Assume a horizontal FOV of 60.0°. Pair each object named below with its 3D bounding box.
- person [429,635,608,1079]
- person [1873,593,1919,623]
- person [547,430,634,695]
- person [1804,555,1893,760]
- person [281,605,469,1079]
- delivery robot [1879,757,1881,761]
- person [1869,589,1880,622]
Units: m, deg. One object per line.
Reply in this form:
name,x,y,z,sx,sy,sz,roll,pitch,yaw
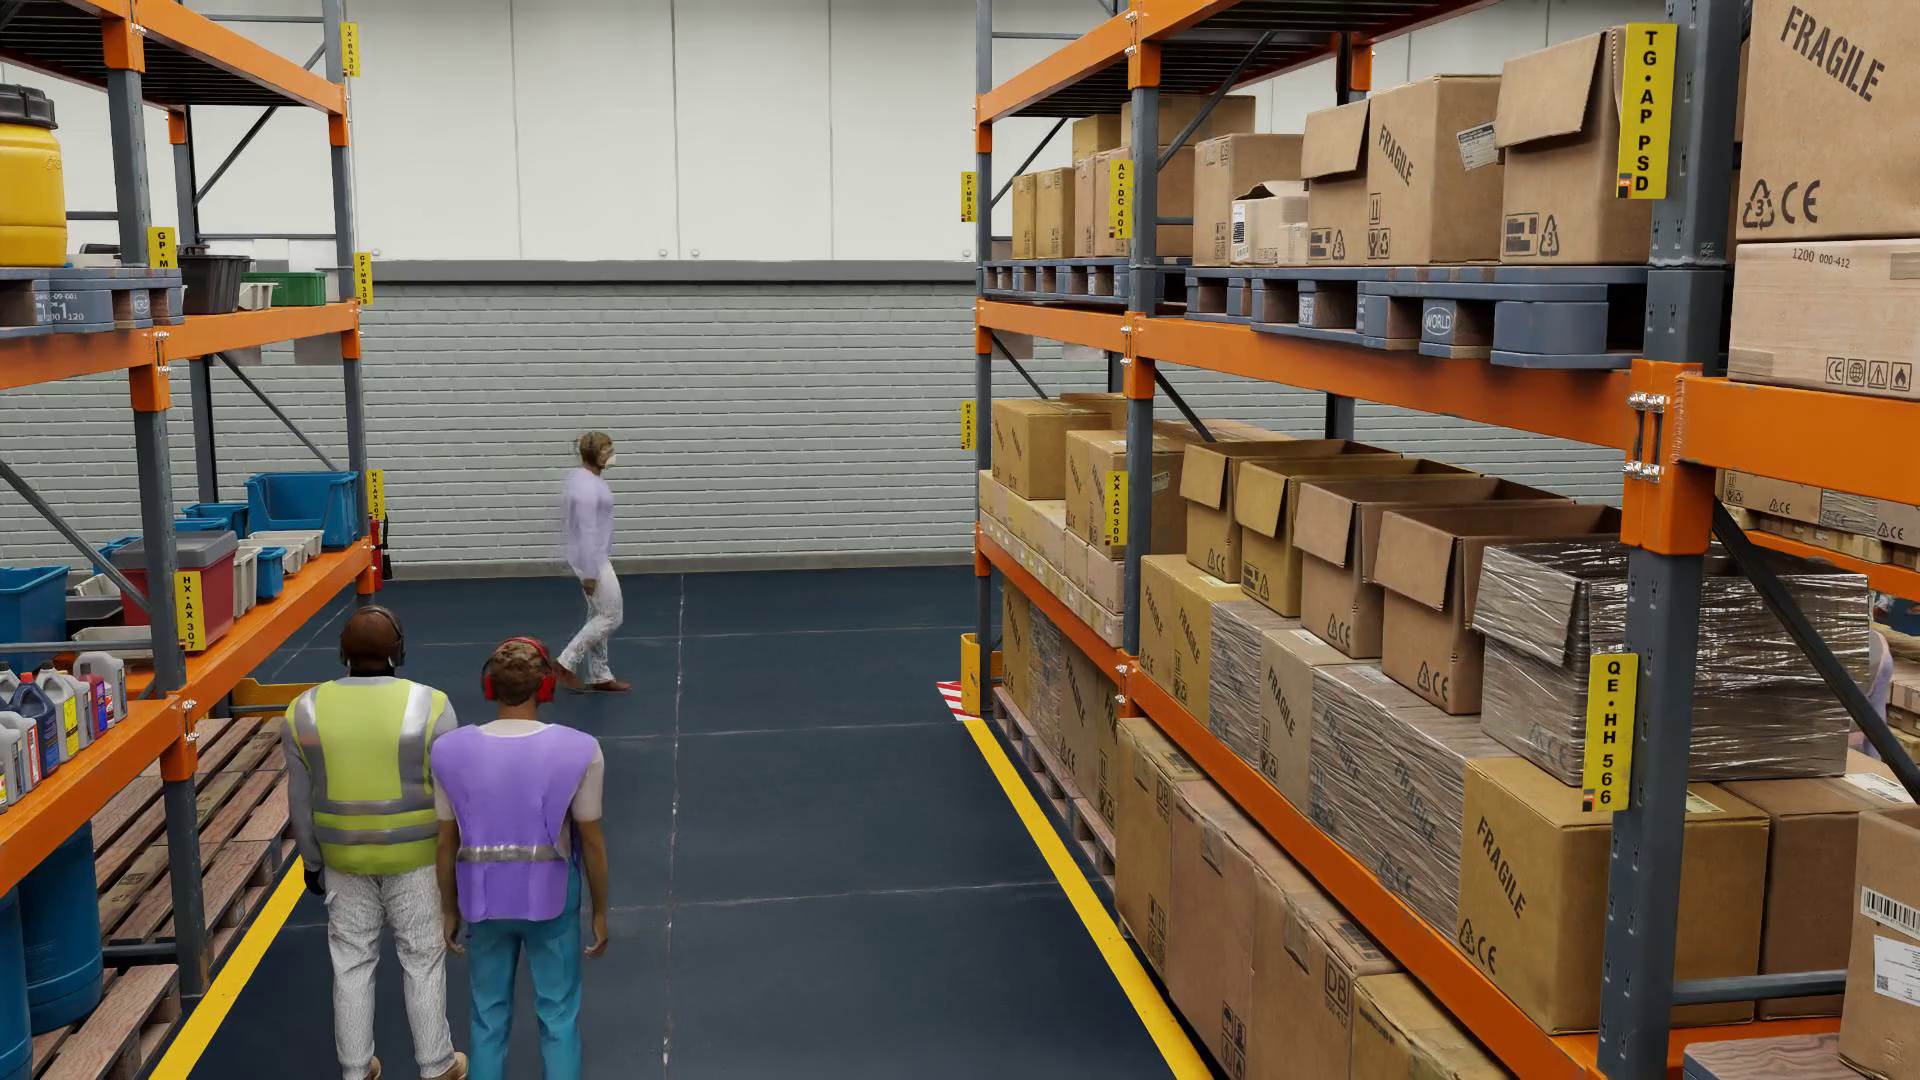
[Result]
person,-1.456,1.234,5.526,0.564,1.835,0.385,0,9,-2
person,8.202,-0.217,14.365,1.052,1.869,0.702,-3,10,-15
person,-2.613,0.177,11.783,0.481,1.925,0.629,-2,9,-11
person,3.571,0.978,7.077,0.633,1.841,0.429,1,9,5
person,-2.088,1.145,6.053,0.633,1.841,0.429,0,9,-2
delivery robot,4.782,1.214,9.288,0.477,0.478,0.707,-1,9,-9
person,6.162,0.261,11.460,0.510,1.860,0.334,-4,10,-26
